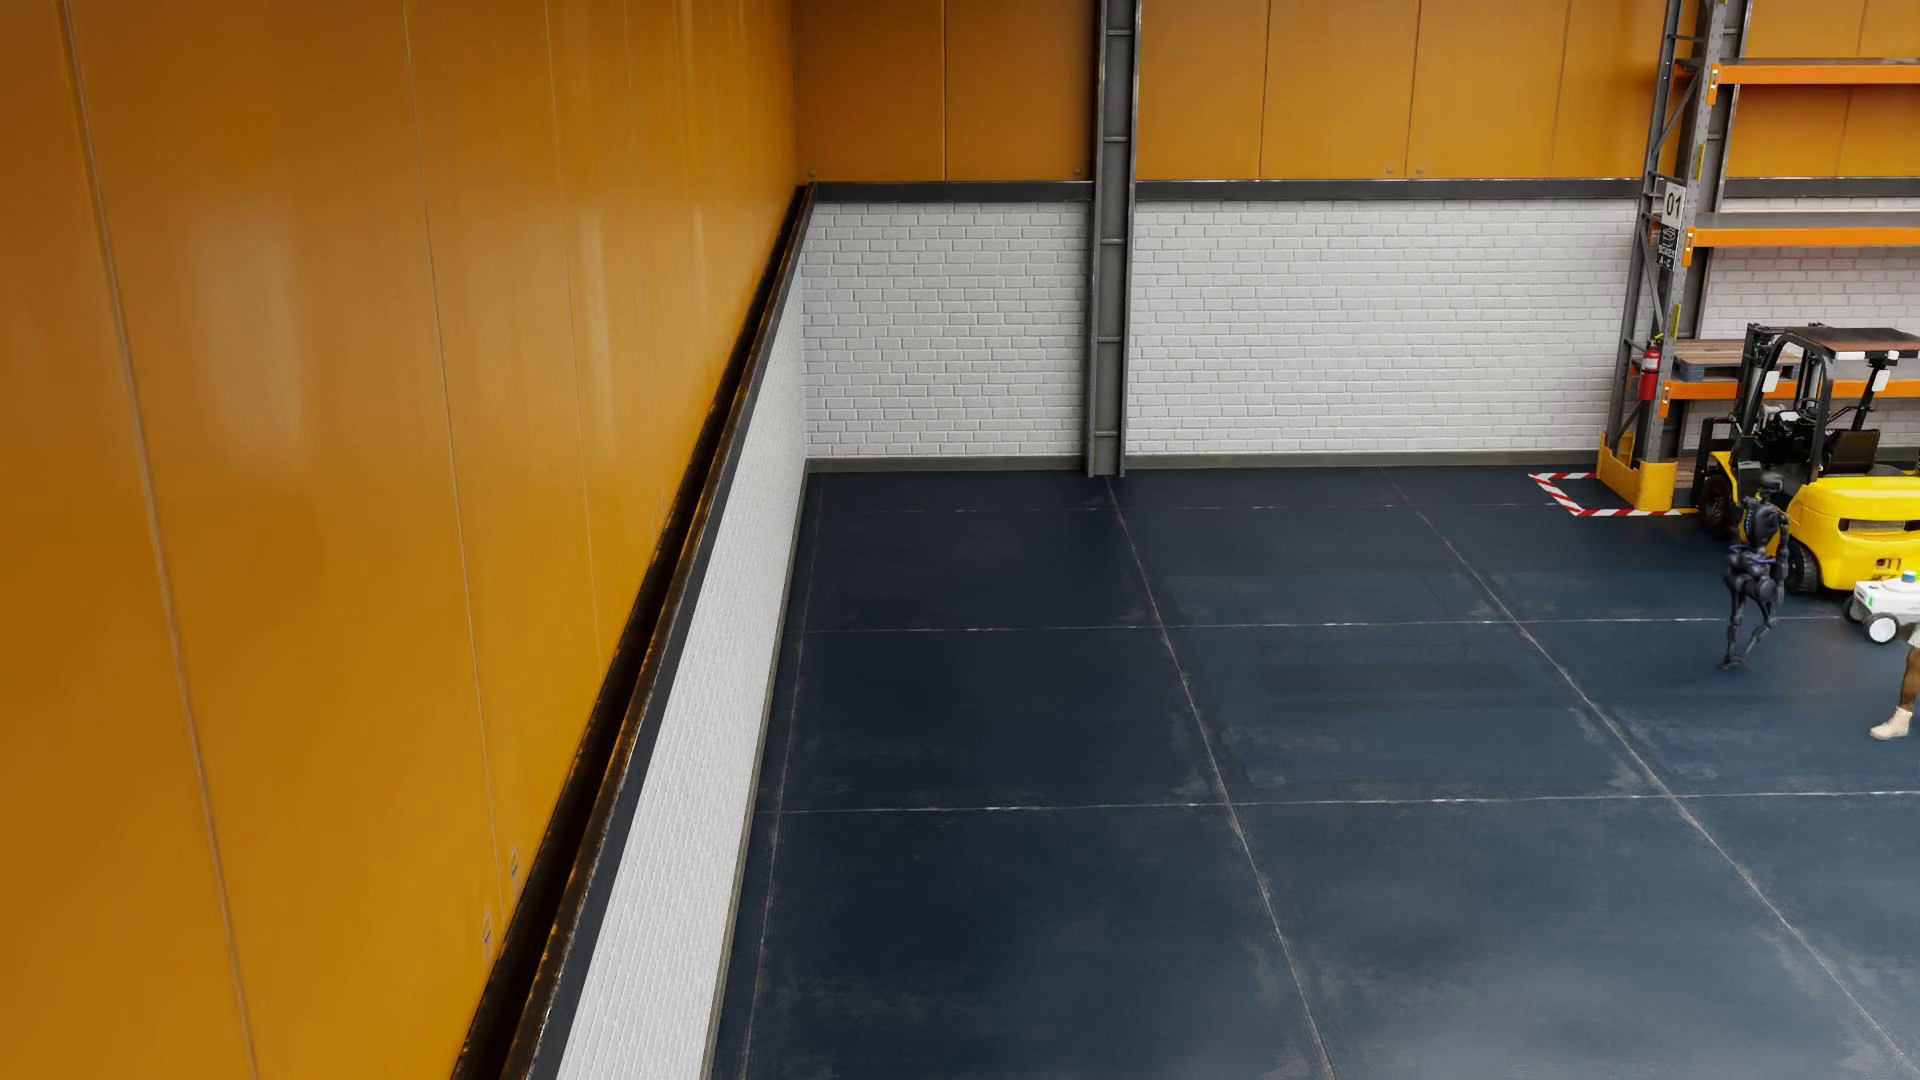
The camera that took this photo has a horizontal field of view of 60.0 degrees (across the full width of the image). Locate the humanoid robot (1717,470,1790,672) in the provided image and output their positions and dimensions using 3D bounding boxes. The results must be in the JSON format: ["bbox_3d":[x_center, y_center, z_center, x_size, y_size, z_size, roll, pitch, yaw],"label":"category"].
[{"bbox_3d":[6.140,0.239,12.872,0.348,1.653,0.585,-8,22,-20],"label":"humanoid robot"}]

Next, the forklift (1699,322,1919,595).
[{"bbox_3d":[7.809,-0.792,14.926,1.214,2.155,2.313,-1,20,-2],"label":"forklift"}]

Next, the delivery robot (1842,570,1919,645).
[{"bbox_3d":[7.719,0.548,13.669,0.788,0.605,0.499,2,20,5],"label":"delivery robot"}]

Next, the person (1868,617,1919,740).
[{"bbox_3d":[7.107,0.489,11.745,0.979,2.000,0.606,-5,21,-13],"label":"person"}]
